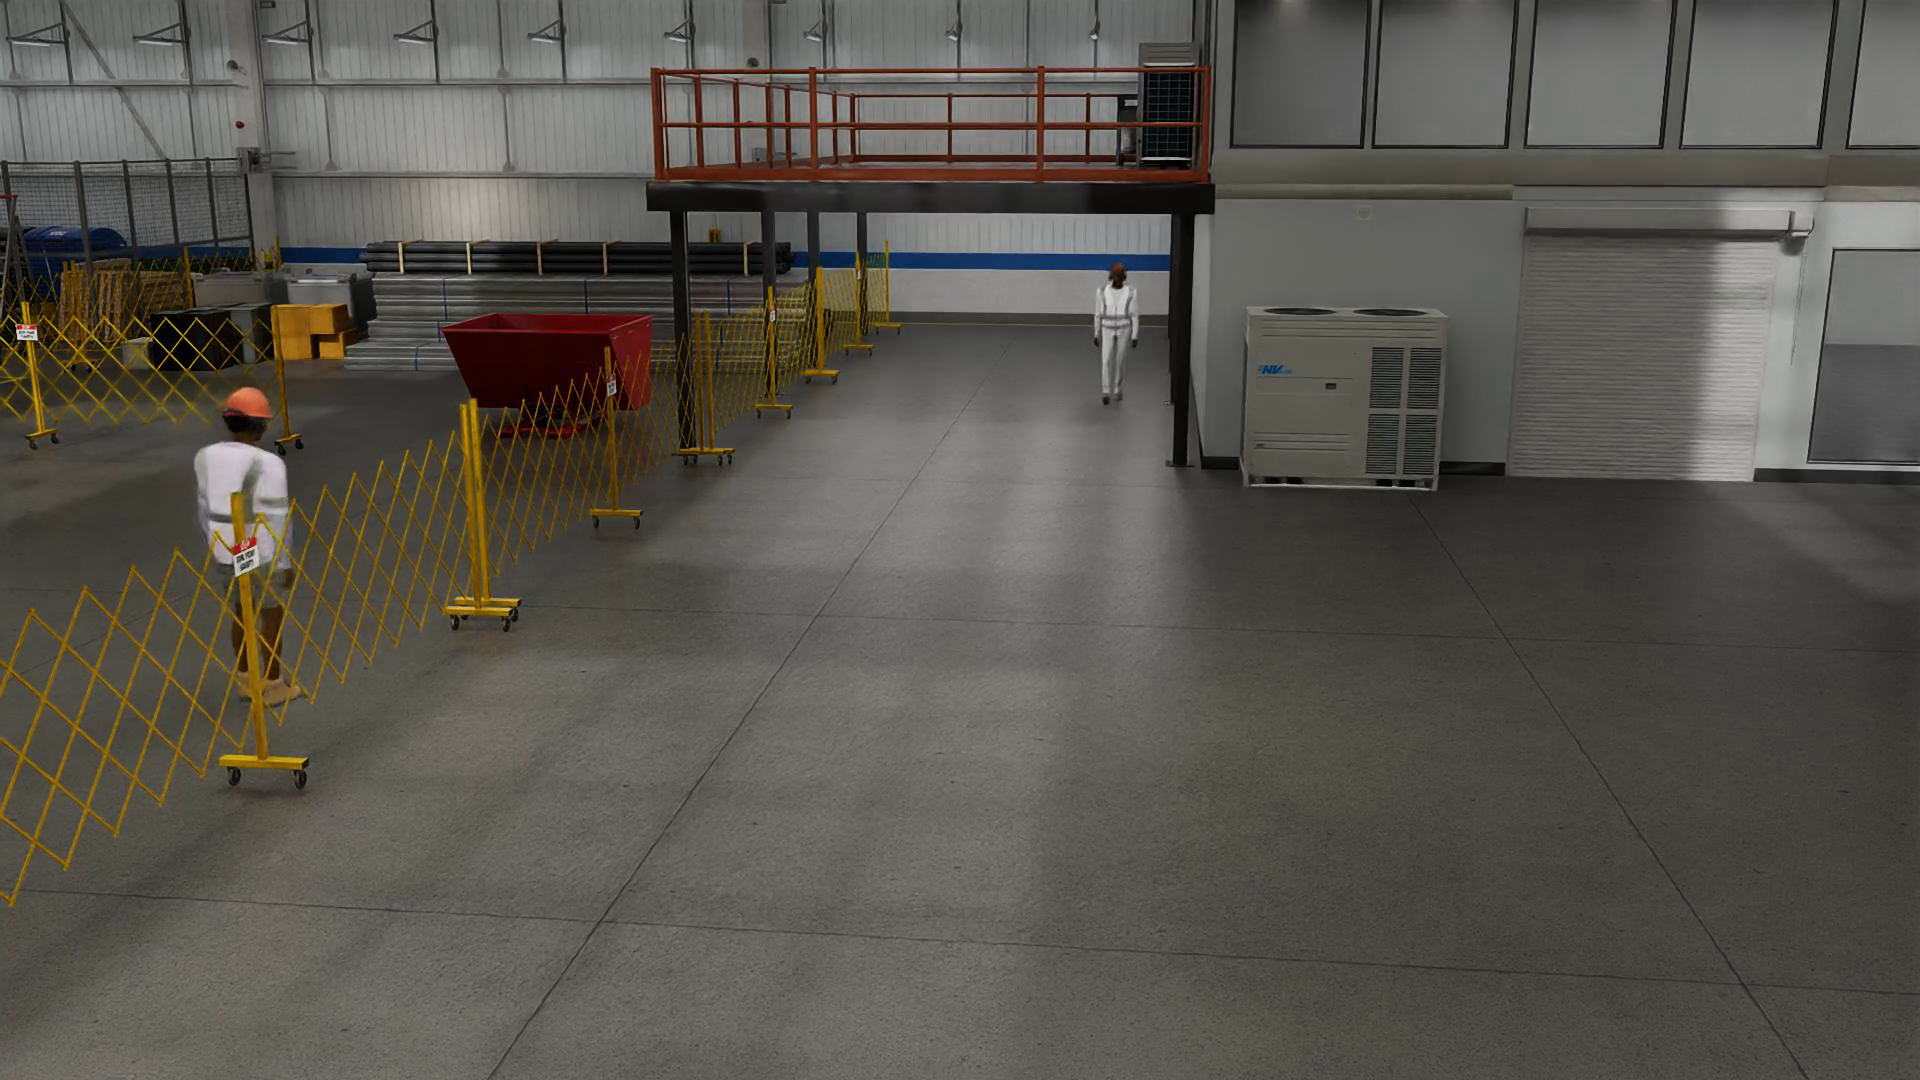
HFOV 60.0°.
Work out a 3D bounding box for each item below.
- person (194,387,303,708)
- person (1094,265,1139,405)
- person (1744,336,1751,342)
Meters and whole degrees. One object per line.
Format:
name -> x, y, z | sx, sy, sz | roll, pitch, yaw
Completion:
person -> -4.390, 0.066, 10.320 | 0.660, 2.021, 0.467 | 4, 14, 16
person -> 2.079, -2.717, 22.081 | 0.595, 1.825, 1.001 | 1, 14, 5
person -> 12.912, -3.915, 26.983 | 0.363, 1.833, 0.698 | -2, 14, -9
